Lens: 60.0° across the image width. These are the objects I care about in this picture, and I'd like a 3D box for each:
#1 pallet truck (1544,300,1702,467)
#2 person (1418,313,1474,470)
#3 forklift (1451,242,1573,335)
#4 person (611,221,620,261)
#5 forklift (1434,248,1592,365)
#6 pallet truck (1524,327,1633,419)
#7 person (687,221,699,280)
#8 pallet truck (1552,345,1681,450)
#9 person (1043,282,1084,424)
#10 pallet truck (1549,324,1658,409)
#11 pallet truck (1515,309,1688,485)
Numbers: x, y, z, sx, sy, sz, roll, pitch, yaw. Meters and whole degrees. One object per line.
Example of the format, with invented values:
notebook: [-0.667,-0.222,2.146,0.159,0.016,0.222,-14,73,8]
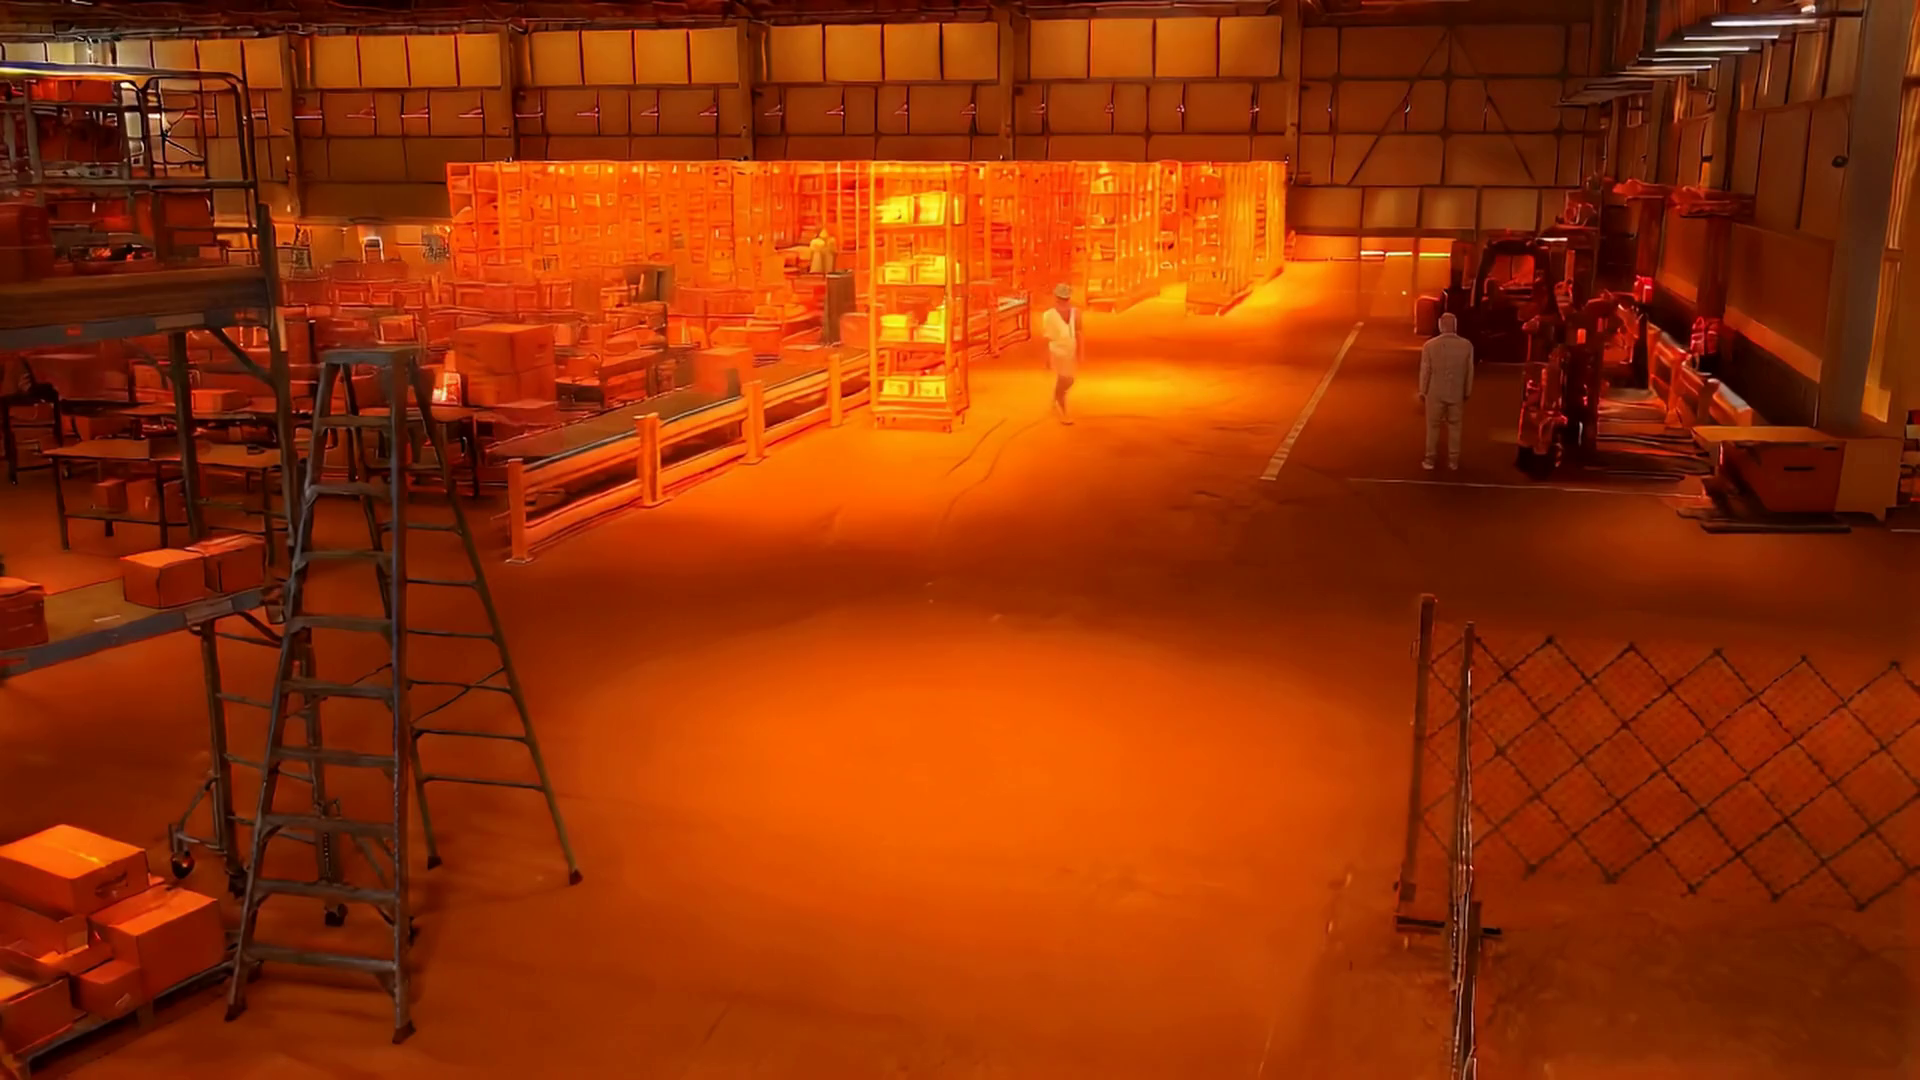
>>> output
pallet truck: [8.263,-1.952,20.631,1.885,1.965,0.823,5,14,20]
person: [5.860,-1.790,20.131,0.641,1.909,0.409,1,13,3]
forklift: [10.464,-4.597,31.405,2.680,1.987,1.157,4,14,16]
person: [-10.480,-8.950,50.981,0.406,1.941,0.605,7,15,29]
forklift: [9.780,-4.111,29.280,2.680,1.987,1.157,3,13,14]
pallet truck: [9.065,-2.460,24.370,1.522,1.261,0.704,3,13,14]
person: [-8.159,-8.868,50.889,0.404,1.823,0.592,-4,14,-18]
pallet truck: [8.641,-1.896,21.908,1.630,1.274,0.653,4,14,16]
person: [1.441,-2.688,23.776,0.617,2.017,0.747,-7,15,-26]
pallet truck: [9.824,-2.669,25.407,1.601,1.201,0.680,4,14,16]
pallet truck: [7.554,-1.677,19.446,1.885,1.965,0.823,3,13,14]
